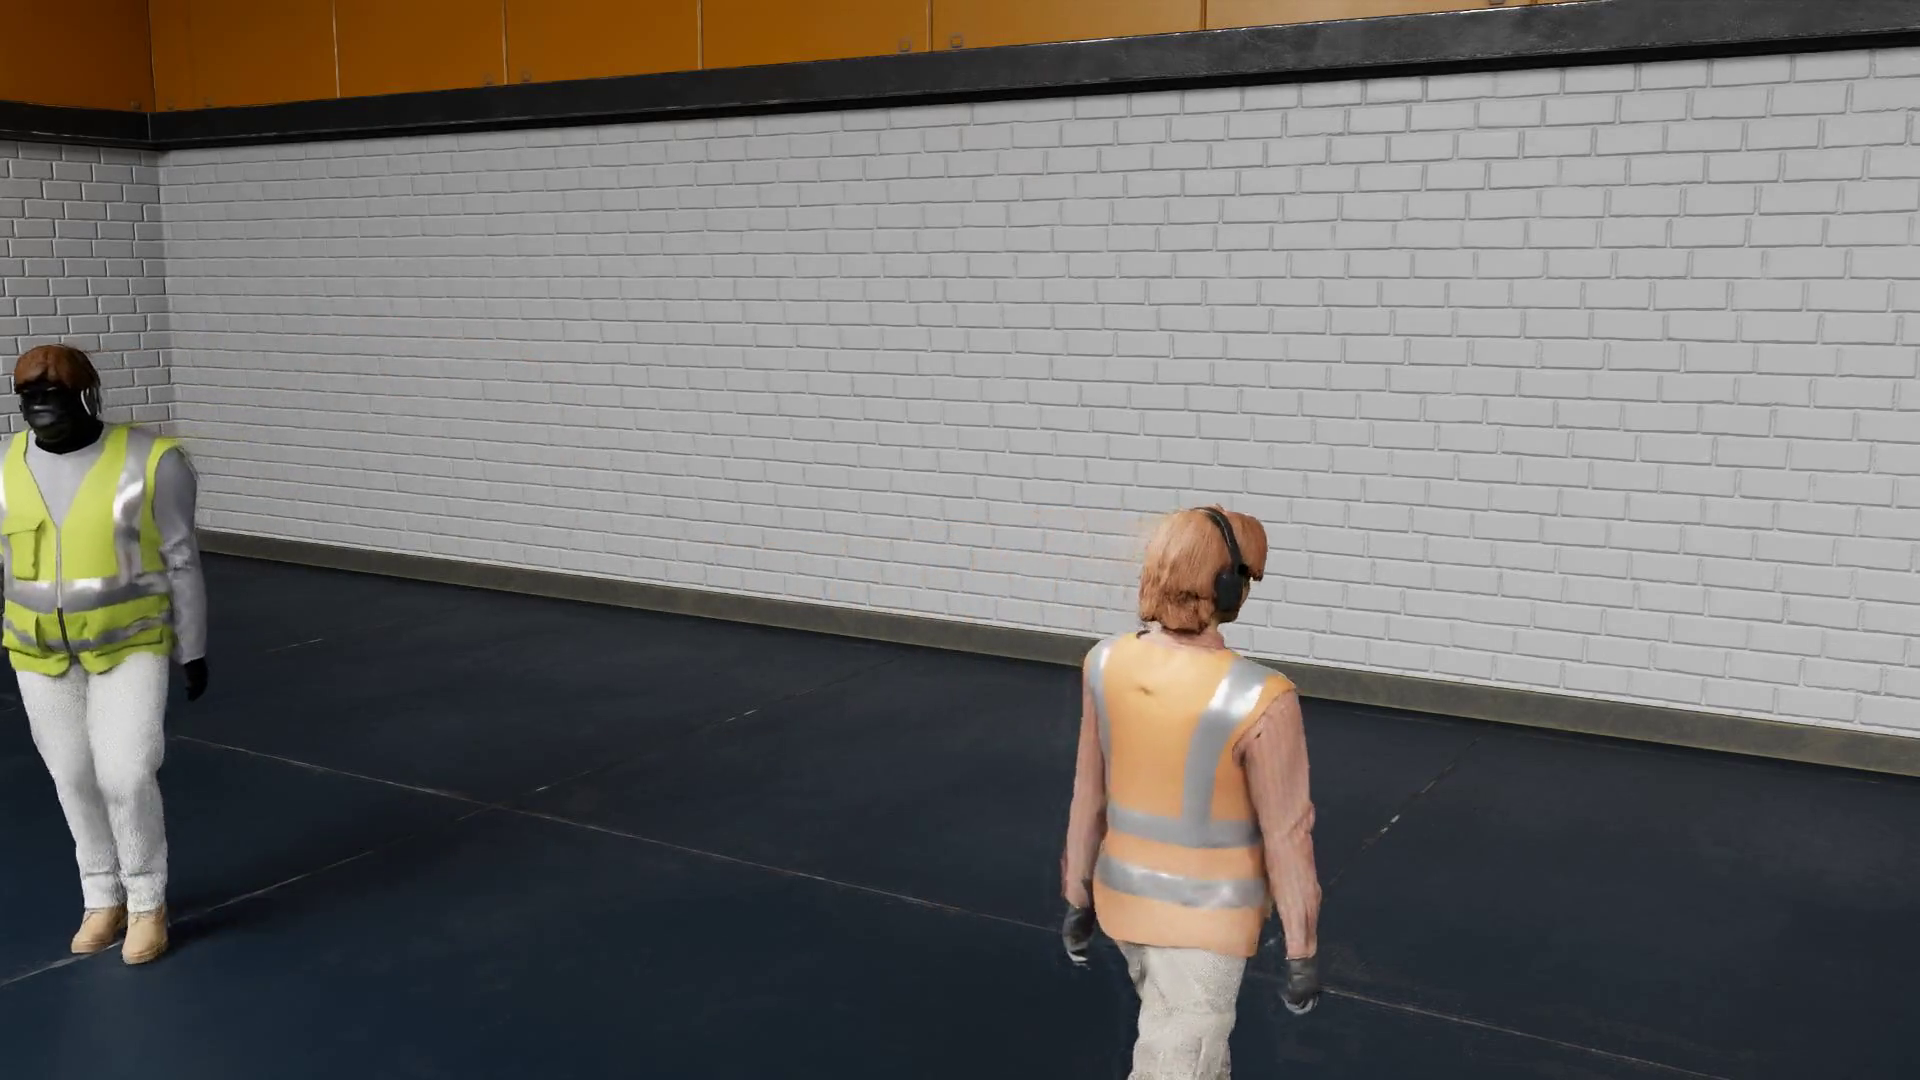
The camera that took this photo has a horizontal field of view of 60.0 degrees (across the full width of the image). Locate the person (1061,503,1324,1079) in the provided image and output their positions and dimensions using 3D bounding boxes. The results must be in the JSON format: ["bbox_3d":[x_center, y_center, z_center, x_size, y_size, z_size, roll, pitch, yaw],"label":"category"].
[{"bbox_3d":[0.394,0.730,3.147,0.849,1.598,0.530,-7,12,-38],"label":"person"}]

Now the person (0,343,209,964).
[{"bbox_3d":[-2.564,0.345,4.852,0.654,1.821,0.561,-1,9,-6],"label":"person"}]
